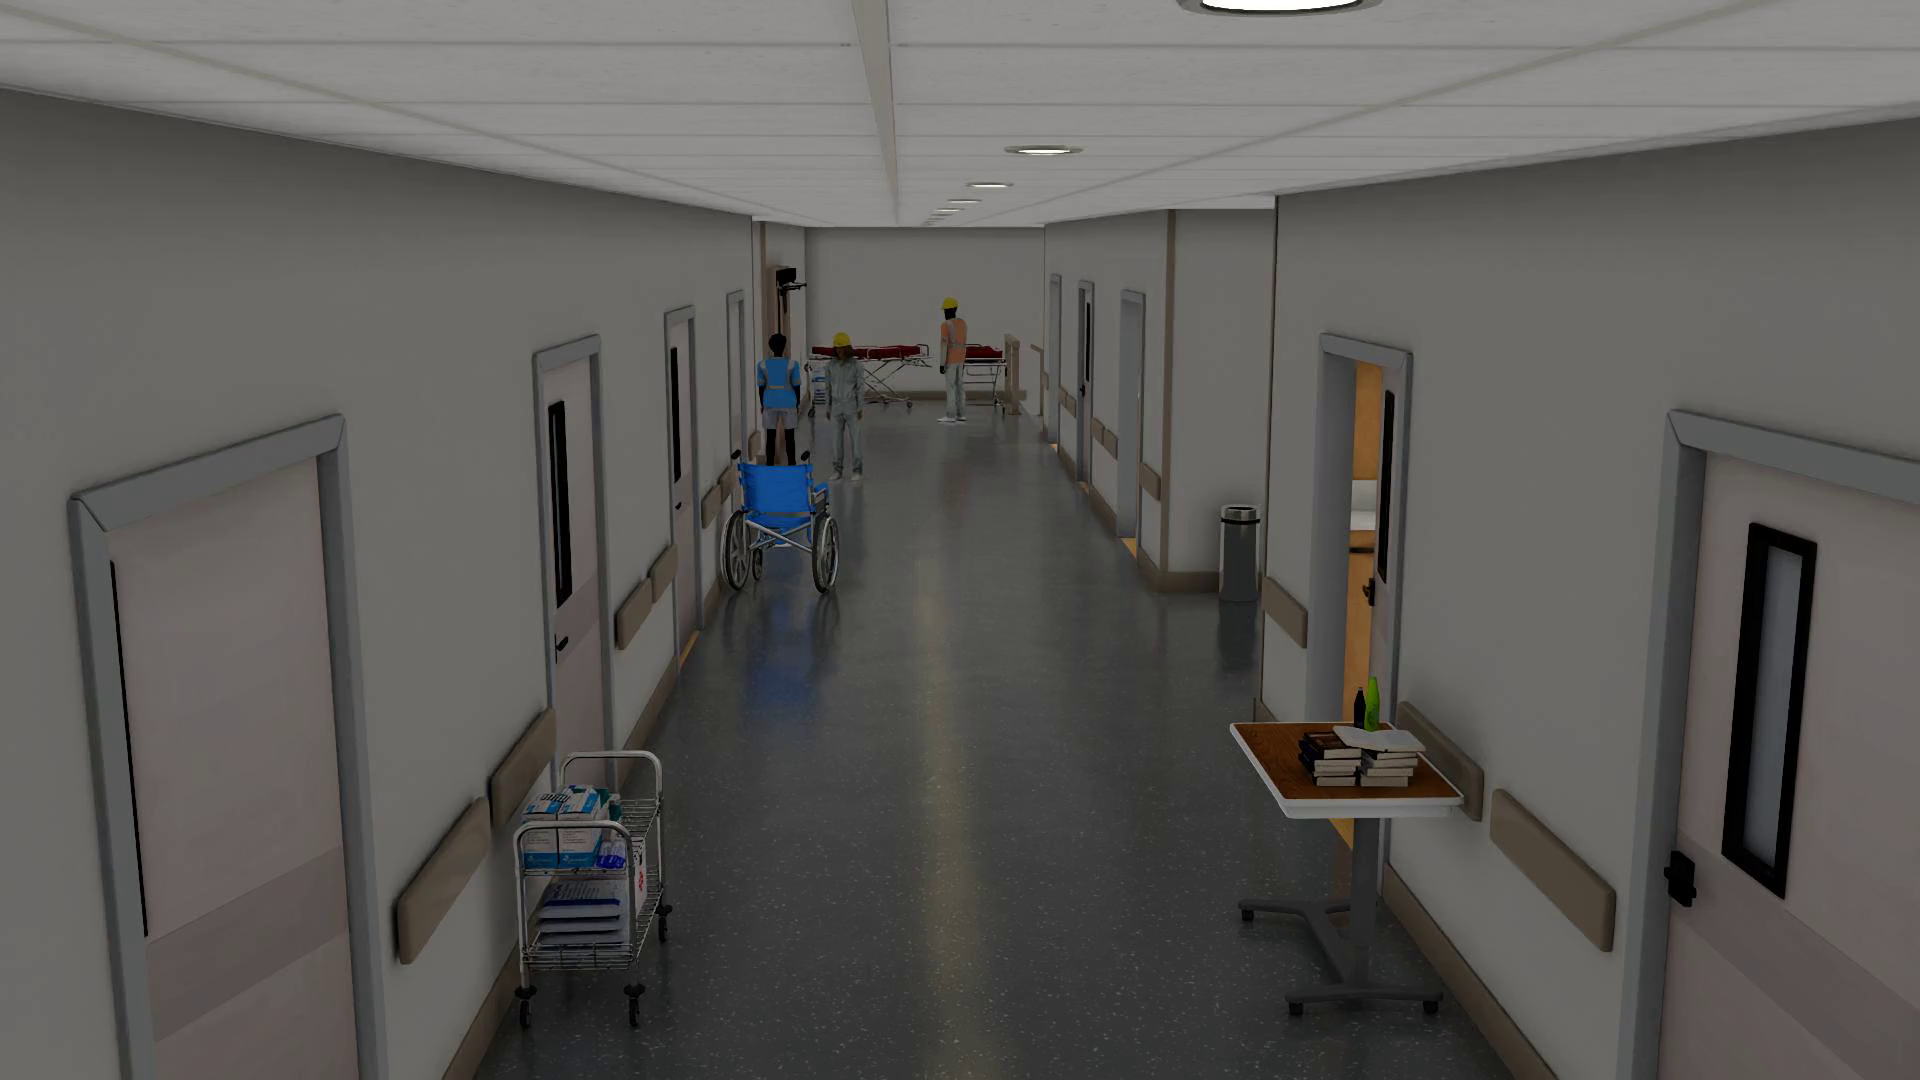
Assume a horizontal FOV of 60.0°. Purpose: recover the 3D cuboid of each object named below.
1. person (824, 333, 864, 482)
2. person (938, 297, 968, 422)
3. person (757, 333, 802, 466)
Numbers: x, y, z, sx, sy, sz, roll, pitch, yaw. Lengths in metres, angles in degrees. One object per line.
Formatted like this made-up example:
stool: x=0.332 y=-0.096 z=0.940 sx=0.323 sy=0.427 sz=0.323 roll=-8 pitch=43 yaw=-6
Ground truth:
person: x=-1.344 y=-1.534 z=19.266 sx=0.479 sy=1.733 sz=0.347 roll=3 pitch=10 yaw=14
person: x=-0.123 y=-2.775 z=25.664 sx=0.398 sy=1.920 sz=0.586 roll=7 pitch=13 yaw=36
person: x=-2.130 y=-1.591 z=19.677 sx=0.535 sy=1.700 sz=0.318 roll=0 pitch=10 yaw=3
